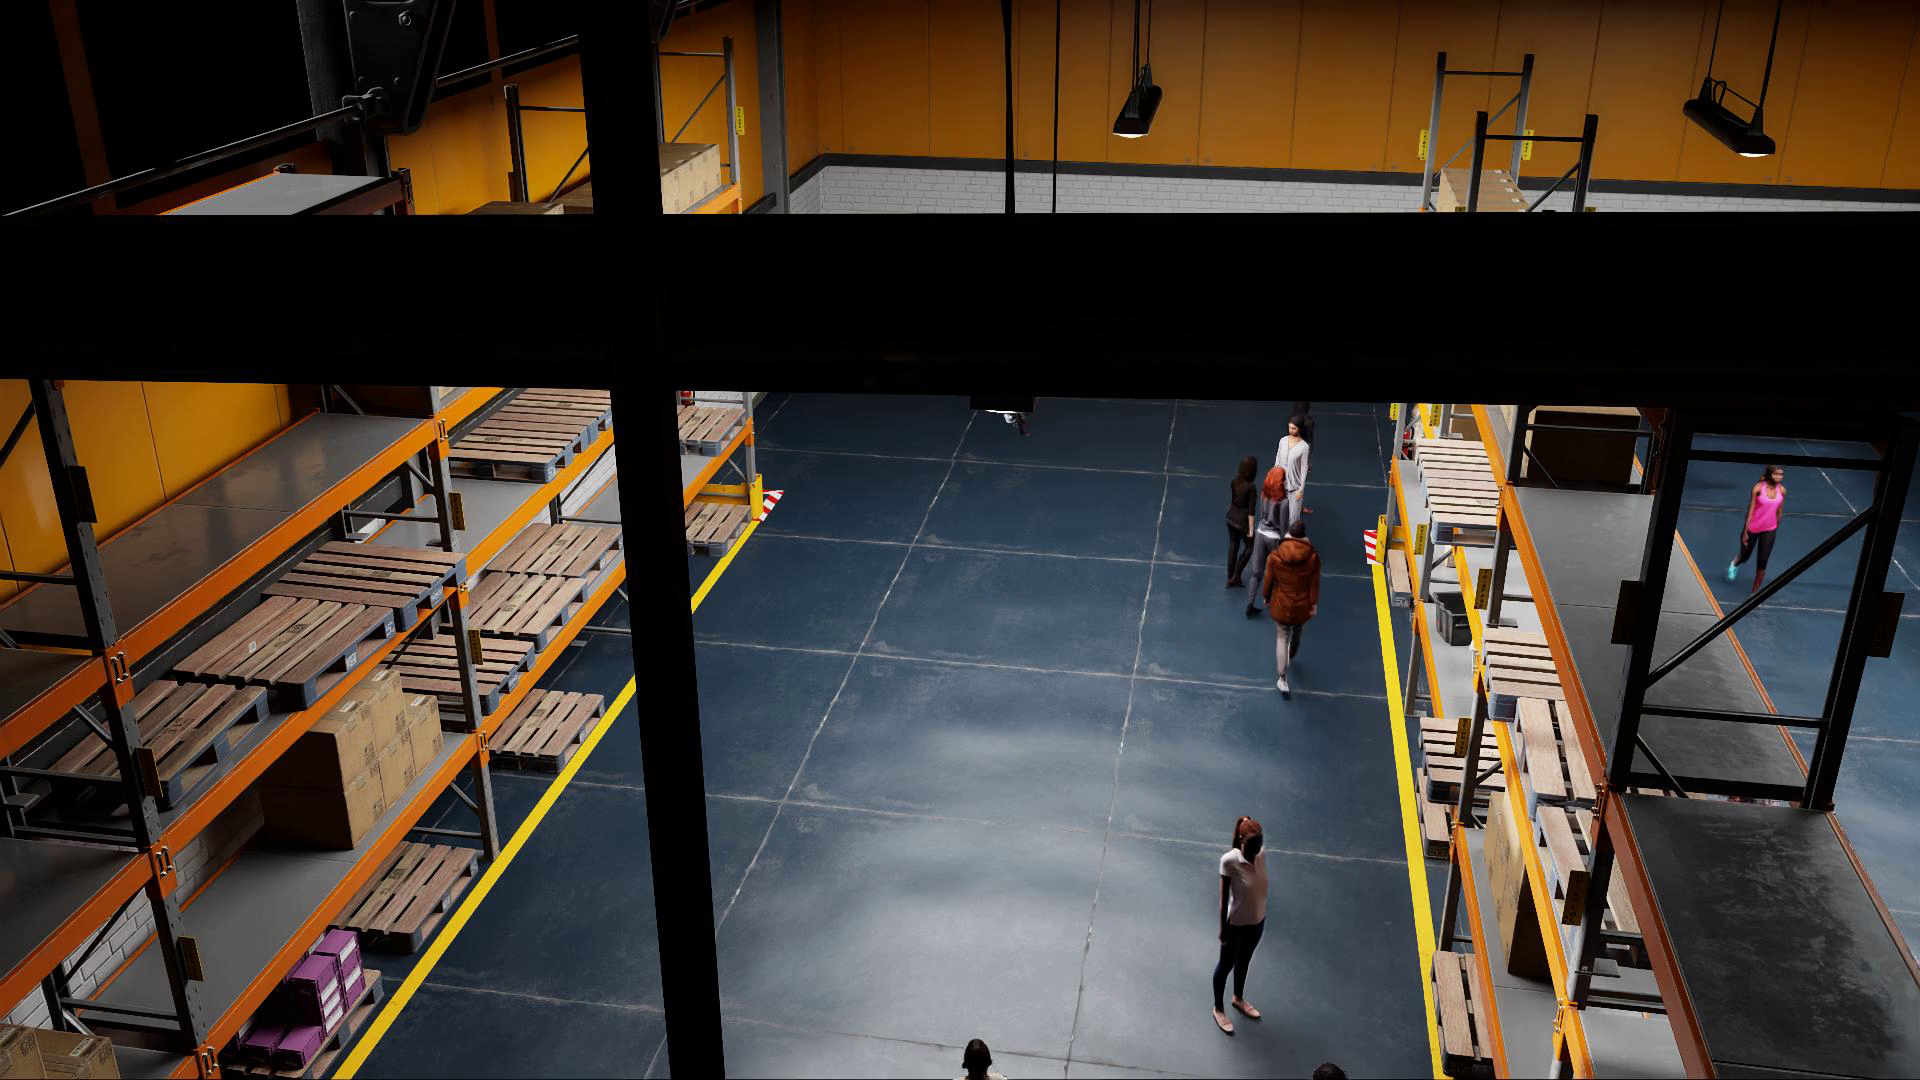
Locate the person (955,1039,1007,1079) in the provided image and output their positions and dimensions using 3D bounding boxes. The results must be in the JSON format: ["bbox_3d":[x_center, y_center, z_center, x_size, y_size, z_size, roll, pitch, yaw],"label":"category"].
[{"bbox_3d":[0.133,3.800,10.426,0.649,1.455,0.680,-2,24,-6],"label":"person"}]

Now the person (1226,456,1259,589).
[{"bbox_3d":[3.193,-0.177,19.308,0.764,1.629,0.711,-19,30,-37],"label":"person"}]

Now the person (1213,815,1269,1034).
[{"bbox_3d":[2.077,2.814,12.327,0.650,1.740,0.706,-15,28,-30],"label":"person"}]

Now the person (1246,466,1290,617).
[{"bbox_3d":[3.425,0.052,18.638,1.082,1.745,1.013,-16,28,-33],"label":"person"}]

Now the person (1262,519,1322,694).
[{"bbox_3d":[3.403,0.710,17.076,0.756,1.790,1.142,3,24,6],"label":"person"}]

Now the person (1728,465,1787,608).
[{"bbox_3d":[9.152,-0.127,19.101,0.549,1.702,0.987,4,24,8],"label":"person"}]

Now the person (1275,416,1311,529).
[{"bbox_3d":[4.024,-0.675,20.263,0.677,1.776,0.701,19,30,37],"label":"person"}]
